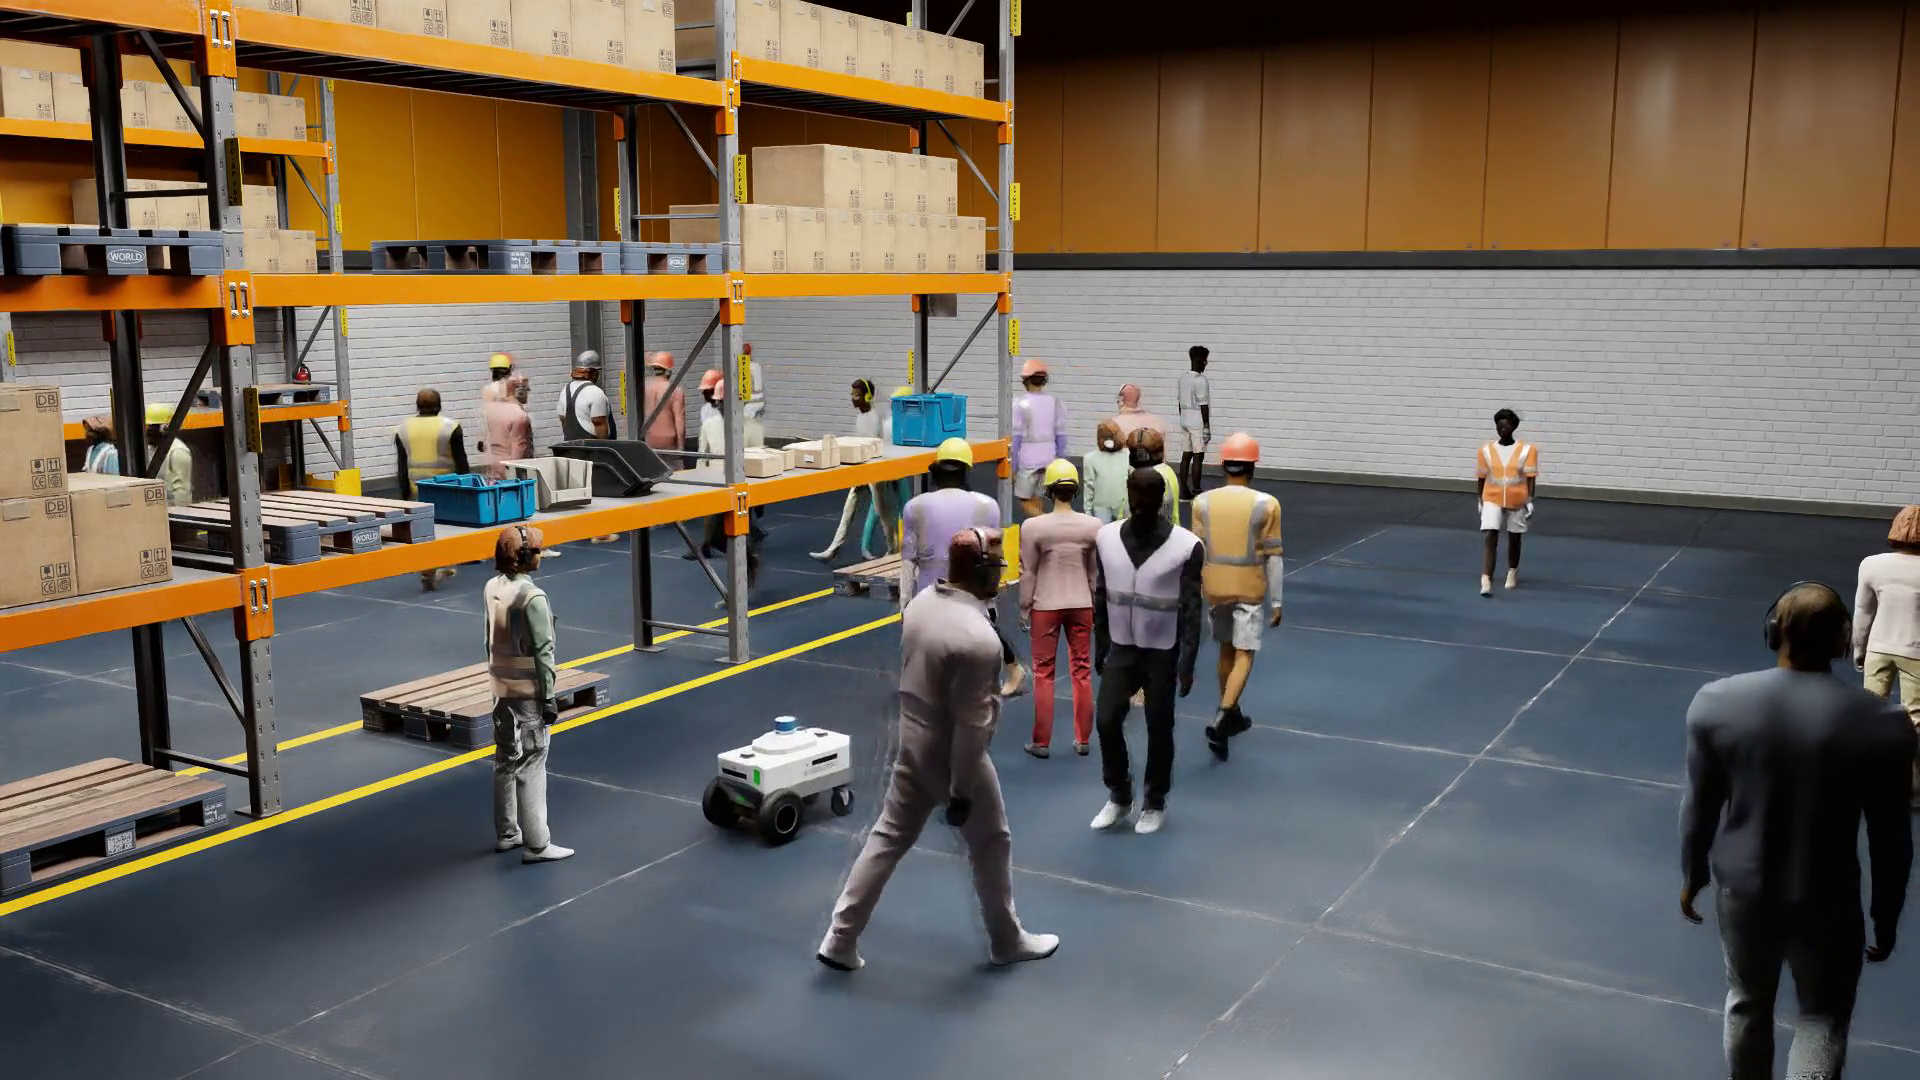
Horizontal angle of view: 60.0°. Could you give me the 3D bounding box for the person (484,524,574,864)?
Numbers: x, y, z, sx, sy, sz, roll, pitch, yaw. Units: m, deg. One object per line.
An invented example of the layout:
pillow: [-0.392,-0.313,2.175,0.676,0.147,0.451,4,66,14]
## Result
person: [-2.115,0.740,8.049,0.308,1.639,0.523,-9,13,-44]

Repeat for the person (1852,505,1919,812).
person: [4.987,0.625,8.815,0.277,1.628,0.501,-7,11,-36]

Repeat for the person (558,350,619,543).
person: [-3.895,-0.994,17.625,0.688,2.000,0.536,8,12,41]

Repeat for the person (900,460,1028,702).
person: [0.052,0.259,11.015,0.865,1.653,0.533,-4,10,-24]

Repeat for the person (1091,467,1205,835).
person: [0.916,0.572,8.337,0.614,1.891,0.586,5,10,28]

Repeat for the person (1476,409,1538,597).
person: [4.825,-0.335,14.718,0.532,1.647,0.876,4,10,22]

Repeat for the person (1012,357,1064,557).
person: [0.786,-0.768,16.263,0.612,2.026,0.737,-6,11,-33]

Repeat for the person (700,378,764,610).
person: [-1.908,-0.418,14.235,0.621,1.974,0.692,5,10,29]

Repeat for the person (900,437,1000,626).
person: [-0.070,0.346,9.807,0.588,1.880,0.813,1,9,9]

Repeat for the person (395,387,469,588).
person: [-4.800,-0.480,15.136,0.629,1.819,0.841,2,9,9]

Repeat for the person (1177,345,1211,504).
person: [2.907,-1.409,20.515,0.367,1.945,0.603,-4,10,-24]

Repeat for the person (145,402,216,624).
person: [-6.373,-0.213,13.441,0.604,1.819,0.639,6,11,34]

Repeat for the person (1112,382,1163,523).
person: [1.567,-0.465,14.847,0.648,1.883,0.734,-6,11,-33]

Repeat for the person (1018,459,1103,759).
person: [0.591,0.404,9.785,0.523,1.764,0.334,-3,9,-16]

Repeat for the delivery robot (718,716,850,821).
delivery robot: [-0.898,1.153,8.558,0.477,0.478,0.707,8,12,40]

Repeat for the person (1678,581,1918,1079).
person: [2.526,1.076,5.088,0.649,1.920,0.770,6,11,32]

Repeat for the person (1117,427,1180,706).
person: [1.226,0.175,10.969,0.430,1.838,0.619,2,9,14]

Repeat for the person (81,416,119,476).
person: [-7.500,-0.275,14.489,0.543,1.587,0.844,7,11,37]

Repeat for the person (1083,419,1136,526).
person: [1.307,-0.250,14.346,0.518,1.607,0.520,0,9,1]

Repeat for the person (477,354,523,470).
person: [-5.381,-1.247,19.677,0.834,1.891,0.616,4,10,23]

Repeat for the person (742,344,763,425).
person: [-2.952,-1.838,23.483,0.362,1.857,0.682,3,10,19]

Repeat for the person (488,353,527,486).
person: [-5.552,-1.372,20.524,0.989,1.861,0.608,-2,9,-11]

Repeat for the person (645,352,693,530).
person: [-3.284,-1.125,18.700,0.652,1.951,0.962,3,10,19]

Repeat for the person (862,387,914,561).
person: [-0.689,-0.654,16.505,0.625,1.726,0.541,3,9,16]

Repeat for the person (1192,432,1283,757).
person: [1.622,0.313,9.909,0.556,1.910,0.900,5,10,27]

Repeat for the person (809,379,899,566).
person: [-0.980,-0.621,15.972,0.968,1.824,0.503,-5,10,-29]

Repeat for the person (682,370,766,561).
person: [-2.356,-0.765,16.667,0.949,1.903,0.543,-7,11,-36]

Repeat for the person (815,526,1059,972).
person: [-0.103,0.868,6.648,0.999,1.853,0.680,-5,10,-29]

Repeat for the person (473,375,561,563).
person: [-4.463,-0.691,16.324,0.962,1.863,0.676,-9,13,-44]
